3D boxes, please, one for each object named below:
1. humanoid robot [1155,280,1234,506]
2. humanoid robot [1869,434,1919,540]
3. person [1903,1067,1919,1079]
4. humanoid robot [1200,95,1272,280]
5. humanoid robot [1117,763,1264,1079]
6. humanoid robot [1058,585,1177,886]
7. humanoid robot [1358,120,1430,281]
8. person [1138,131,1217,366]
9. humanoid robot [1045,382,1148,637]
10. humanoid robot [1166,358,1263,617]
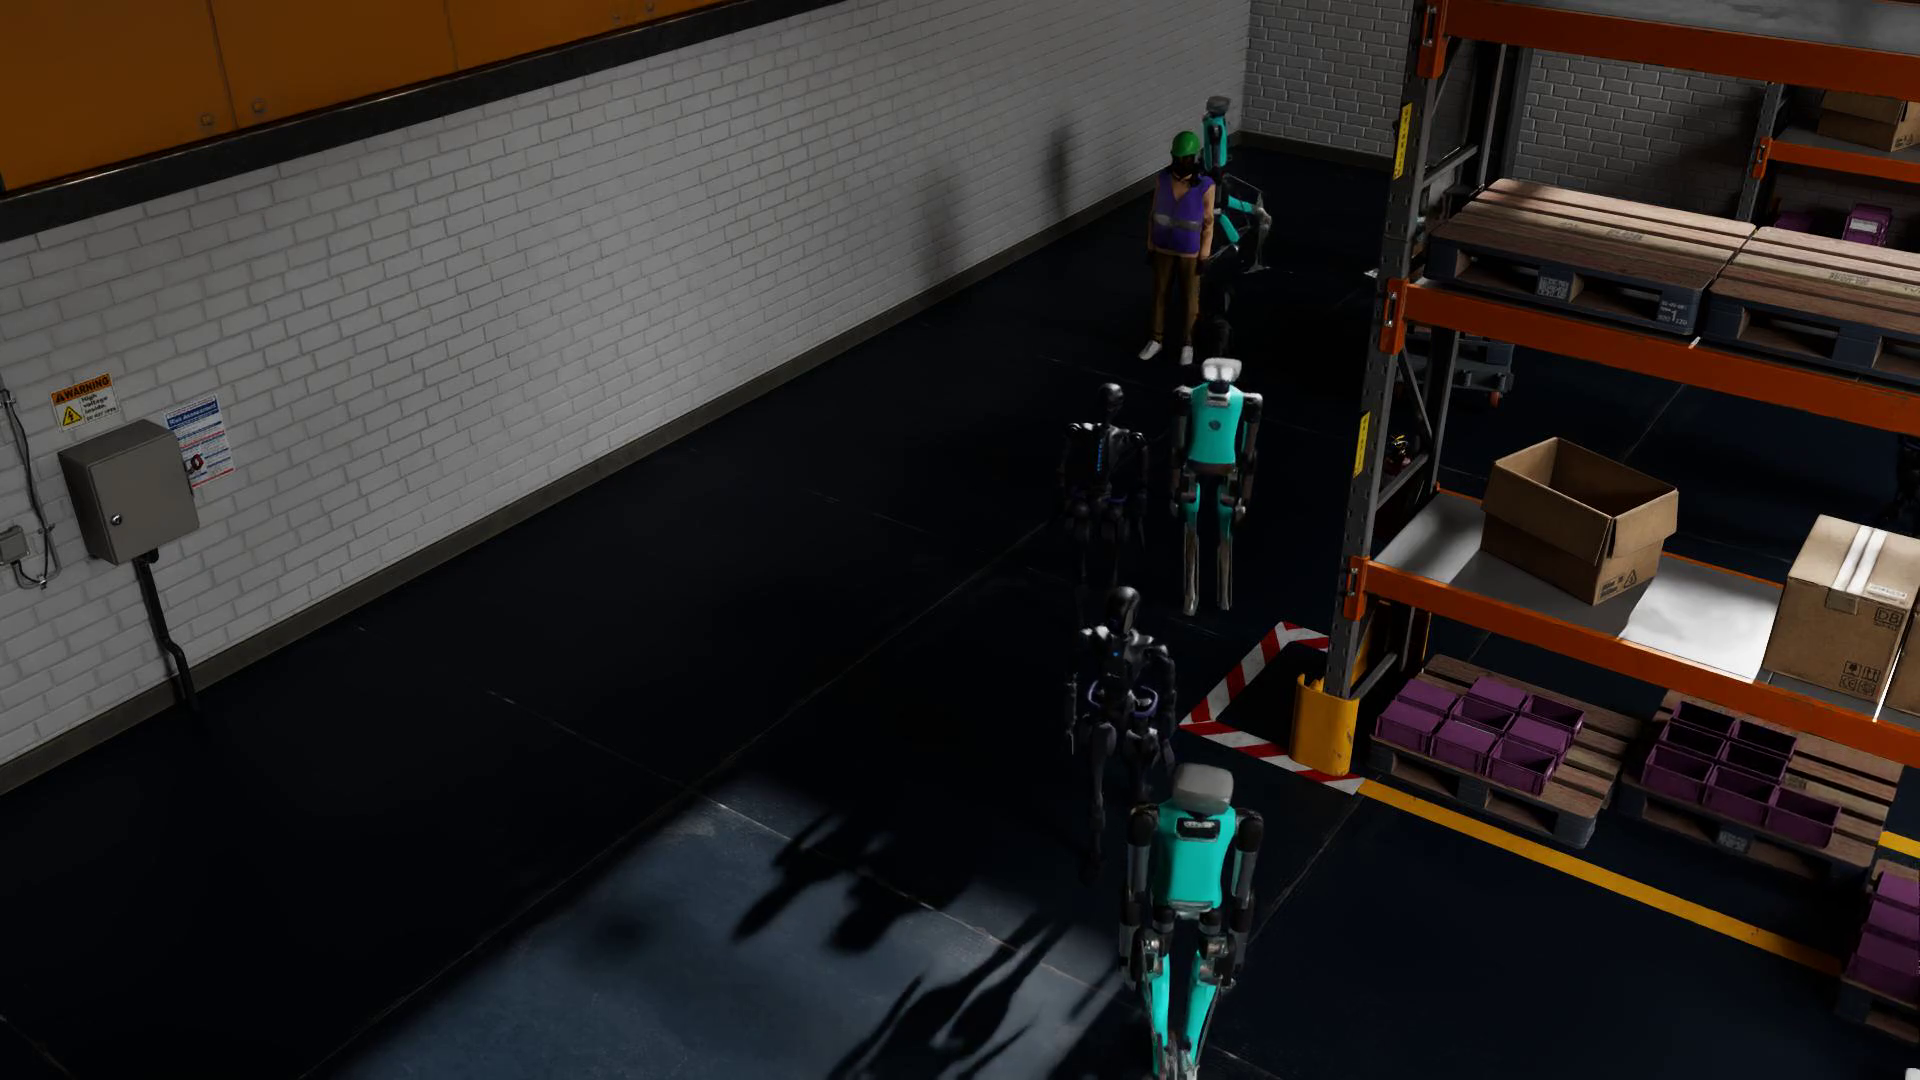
[{"bbox_3d":[1.620,-0.984,11.337,0.474,1.639,0.610,-2,30,-4],"label":"humanoid robot"},{"bbox_3d":[6.104,-0.510,10.548,0.606,1.646,0.615,15,33,24],"label":"humanoid robot"},{"bbox_3d":[4.472,1.702,6.495,1.000,1.859,0.653,20,36,31],"label":"person"},{"bbox_3d":[2.539,-3.118,15.028,1.029,1.762,0.538,3,30,5],"label":"humanoid robot"},{"bbox_3d":[0.892,1.772,6.537,0.547,1.753,1.034,1,30,2],"label":"humanoid robot"},{"bbox_3d":[0.794,0.870,8.152,0.608,1.635,0.693,10,32,17],"label":"humanoid robot"},{"bbox_3d":[4.124,-3.026,14.798,0.981,1.727,0.539,-6,30,-9],"label":"humanoid robot"},{"bbox_3d":[1.780,-2.369,13.485,0.533,1.932,0.408,13,33,22],"label":"person"},{"bbox_3d":[0.801,-0.136,9.883,0.614,1.633,0.457,6,31,11],"label":"humanoid robot"},{"bbox_3d":[1.530,-0.343,10.182,0.536,1.820,0.656,5,30,9],"label":"humanoid robot"}]
